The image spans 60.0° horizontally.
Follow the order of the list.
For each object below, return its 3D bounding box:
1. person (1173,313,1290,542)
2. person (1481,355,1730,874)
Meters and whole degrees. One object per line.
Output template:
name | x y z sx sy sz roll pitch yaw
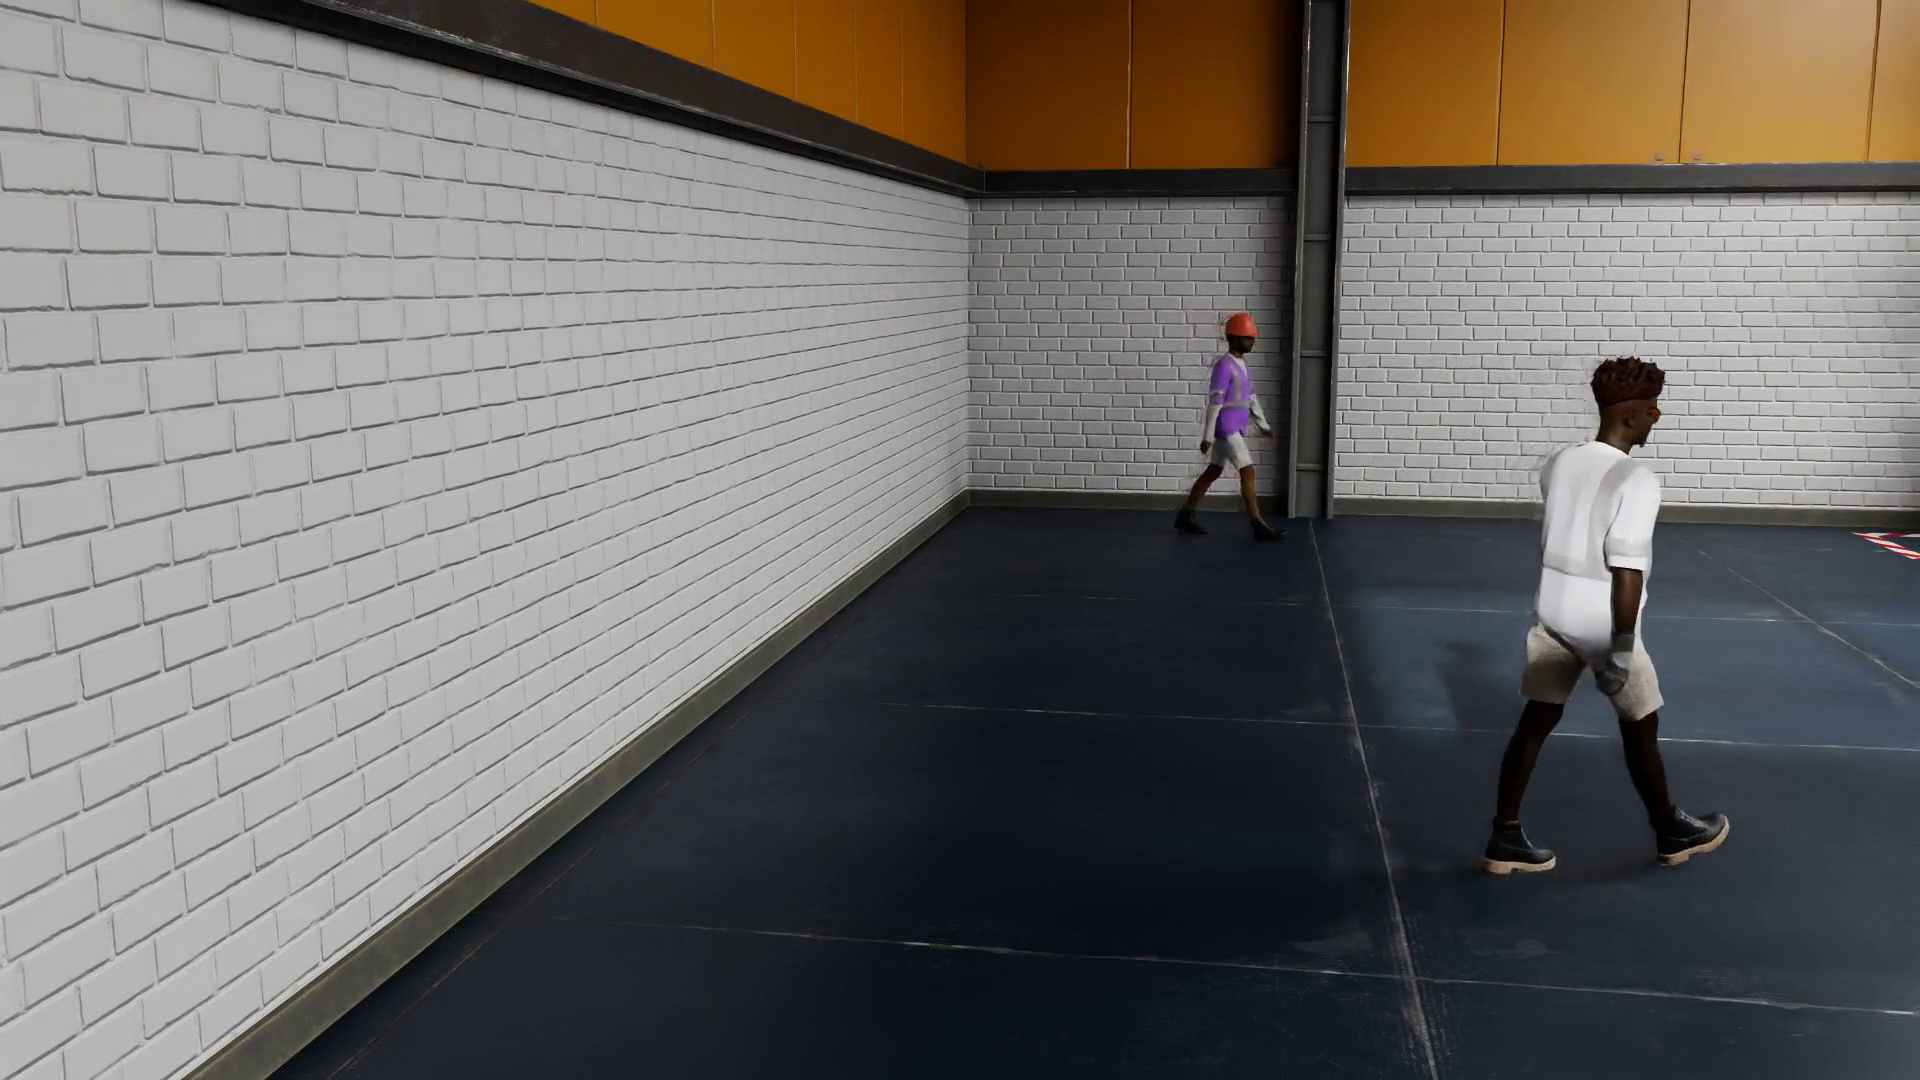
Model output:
person | 2.223 -0.930 13.780 1.022 1.889 0.547 4 10 21
person | 2.376 0.284 6.101 0.993 1.911 0.631 -3 10 -18
